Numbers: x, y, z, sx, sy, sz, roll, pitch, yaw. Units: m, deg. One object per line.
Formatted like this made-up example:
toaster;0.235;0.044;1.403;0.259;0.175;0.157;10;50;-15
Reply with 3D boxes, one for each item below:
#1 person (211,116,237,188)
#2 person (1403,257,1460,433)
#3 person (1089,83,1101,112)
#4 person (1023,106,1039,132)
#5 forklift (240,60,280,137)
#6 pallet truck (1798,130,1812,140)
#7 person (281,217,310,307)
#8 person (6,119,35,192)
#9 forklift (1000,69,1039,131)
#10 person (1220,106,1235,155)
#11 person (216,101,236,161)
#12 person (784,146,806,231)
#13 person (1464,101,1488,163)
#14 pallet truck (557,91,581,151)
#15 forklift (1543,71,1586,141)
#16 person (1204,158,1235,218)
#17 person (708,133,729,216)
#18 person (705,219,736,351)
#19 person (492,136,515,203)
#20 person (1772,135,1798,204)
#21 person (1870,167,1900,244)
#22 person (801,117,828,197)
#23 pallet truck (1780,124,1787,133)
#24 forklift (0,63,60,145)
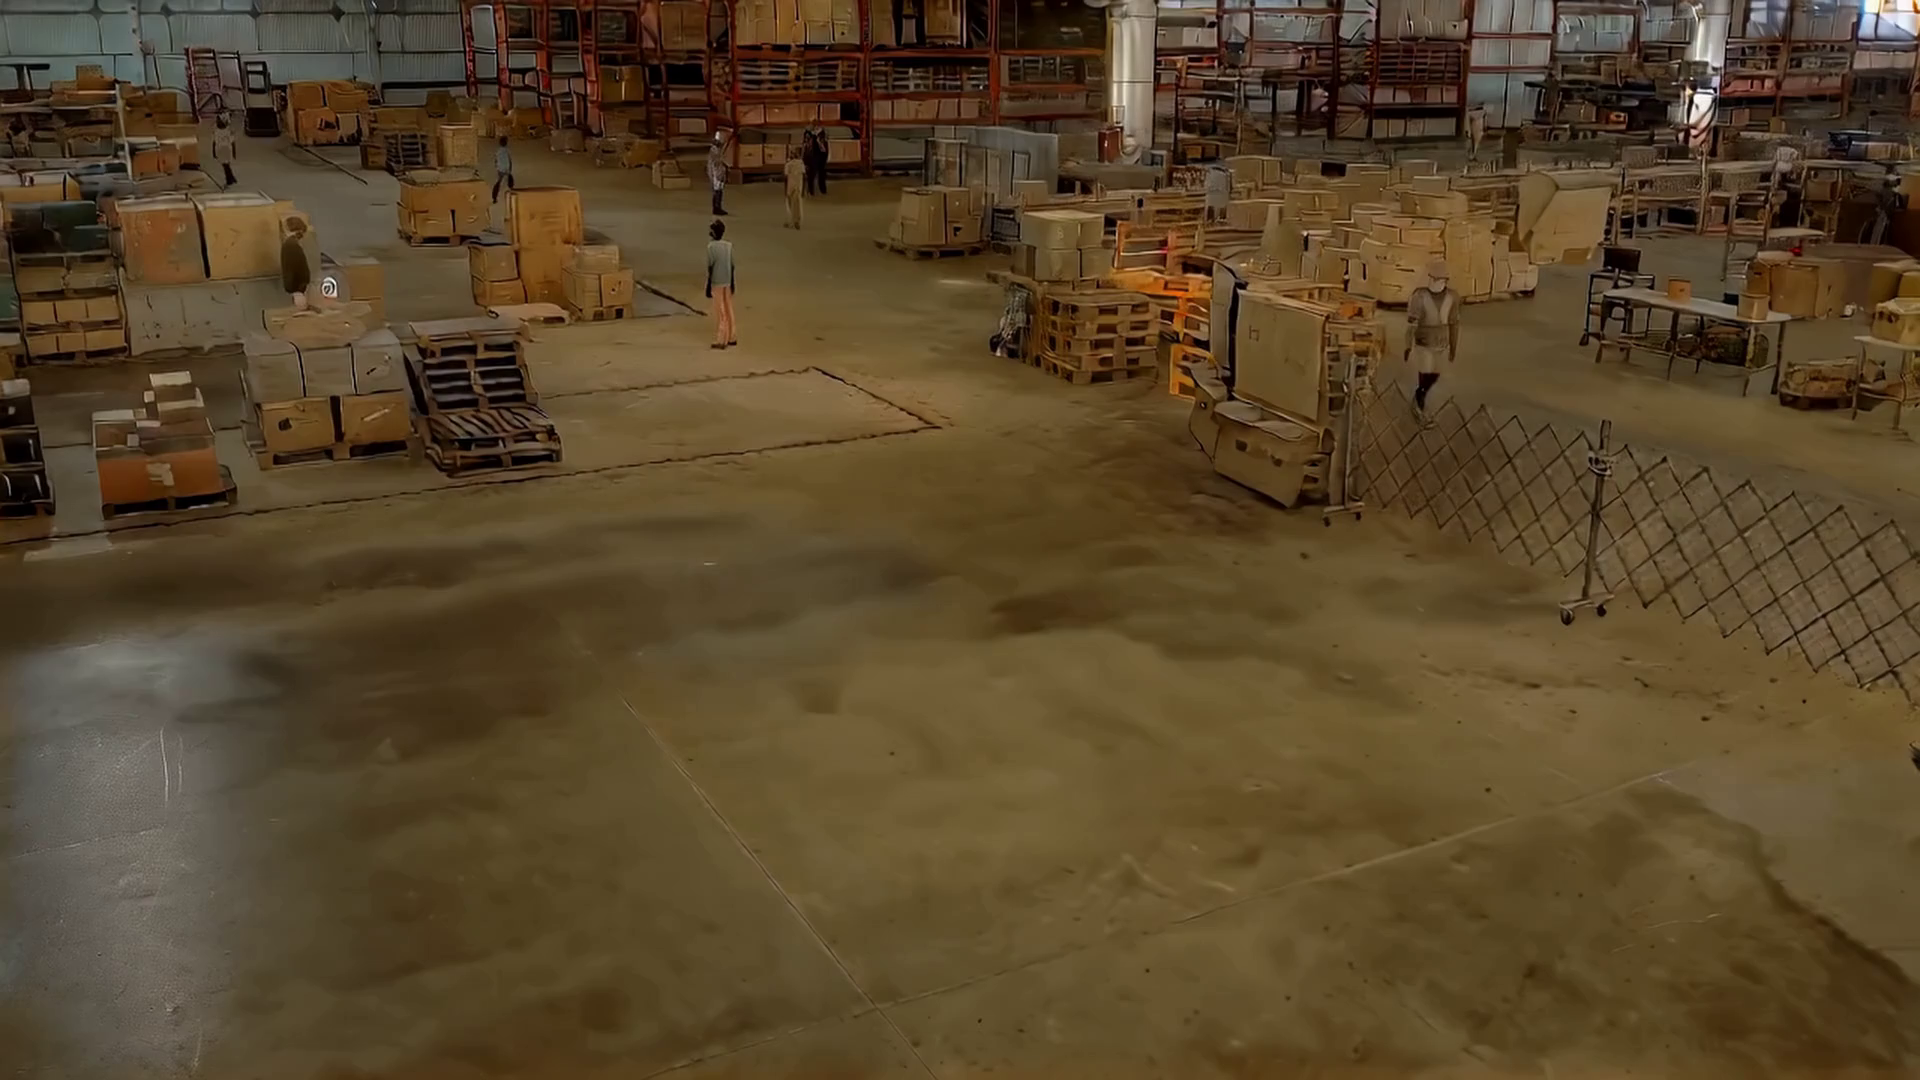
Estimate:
person;-20.111;-10.563;45.293;0.618;1.923;0.920;3;18;9
person;5.500;-2.329;19.511;0.614;2.019;0.890;-2;18;-5
person;5.630;-18.194;69.136;0.638;1.902;0.407;9;20;25
person;2.259;-13.089;53.548;0.542;1.695;0.316;6;19;18
forklift;-26.707;-16.827;63.294;1.129;2.768;1.873;-9;20;-26
pallet truck;25.526;-11.556;49.408;1.630;1.274;0.653;-9;20;-26
person;-9.212;-3.497;23.170;0.392;1.990;0.612;-5;18;-14
person;-25.212;-10.341;44.684;0.609;1.885;0.802;-4;18;-14
forklift;2.160;-13.794;53.838;1.873;2.768;1.129;-9;20;-26
person;8.898;-13.692;55.580;0.493;1.608;0.761;-8;20;-25
person;-23.442;-13.059;53.165;0.376;1.886;0.665;-2;18;-6
person;-3.674;-7.748;36.653;0.550;1.846;0.653;-8;19;-23
person;16.313;-12.857;52.485;0.530;1.911;0.650;-11;21;-31
pallet truck;-13.495;-14.412;57.188;0.823;1.965;1.885;-3;18;-9
forklift;18.685;-13.231;52.085;1.873;2.768;1.129;-9;20;-26
person;5.388;-6.947;34.246;0.902;1.788;0.605;-12;21;-32
person;-5.698;-8.627;39.258;0.364;1.933;0.543;6;19;17
person;-3.440;-3.653;23.850;0.327;1.874;0.519;15;23;38
person;-11.559;-9.374;42.040;0.533;1.656;0.897;9;20;25
person;20.767;-9.313;41.799;0.557;1.668;0.727;16;24;41
person;18.216;-6.458;32.769;0.330;1.765;0.533;8;19;23
person;-3.745;-9.927;43.136;0.673;2.000;0.536;1;18;3
pallet truck;25.206;-12.542;52.601;1.601;1.201;0.680;0;18;-2
forklift;-33.500;-15.620;59.532;1.873;2.768;1.129;-9;20;-26
